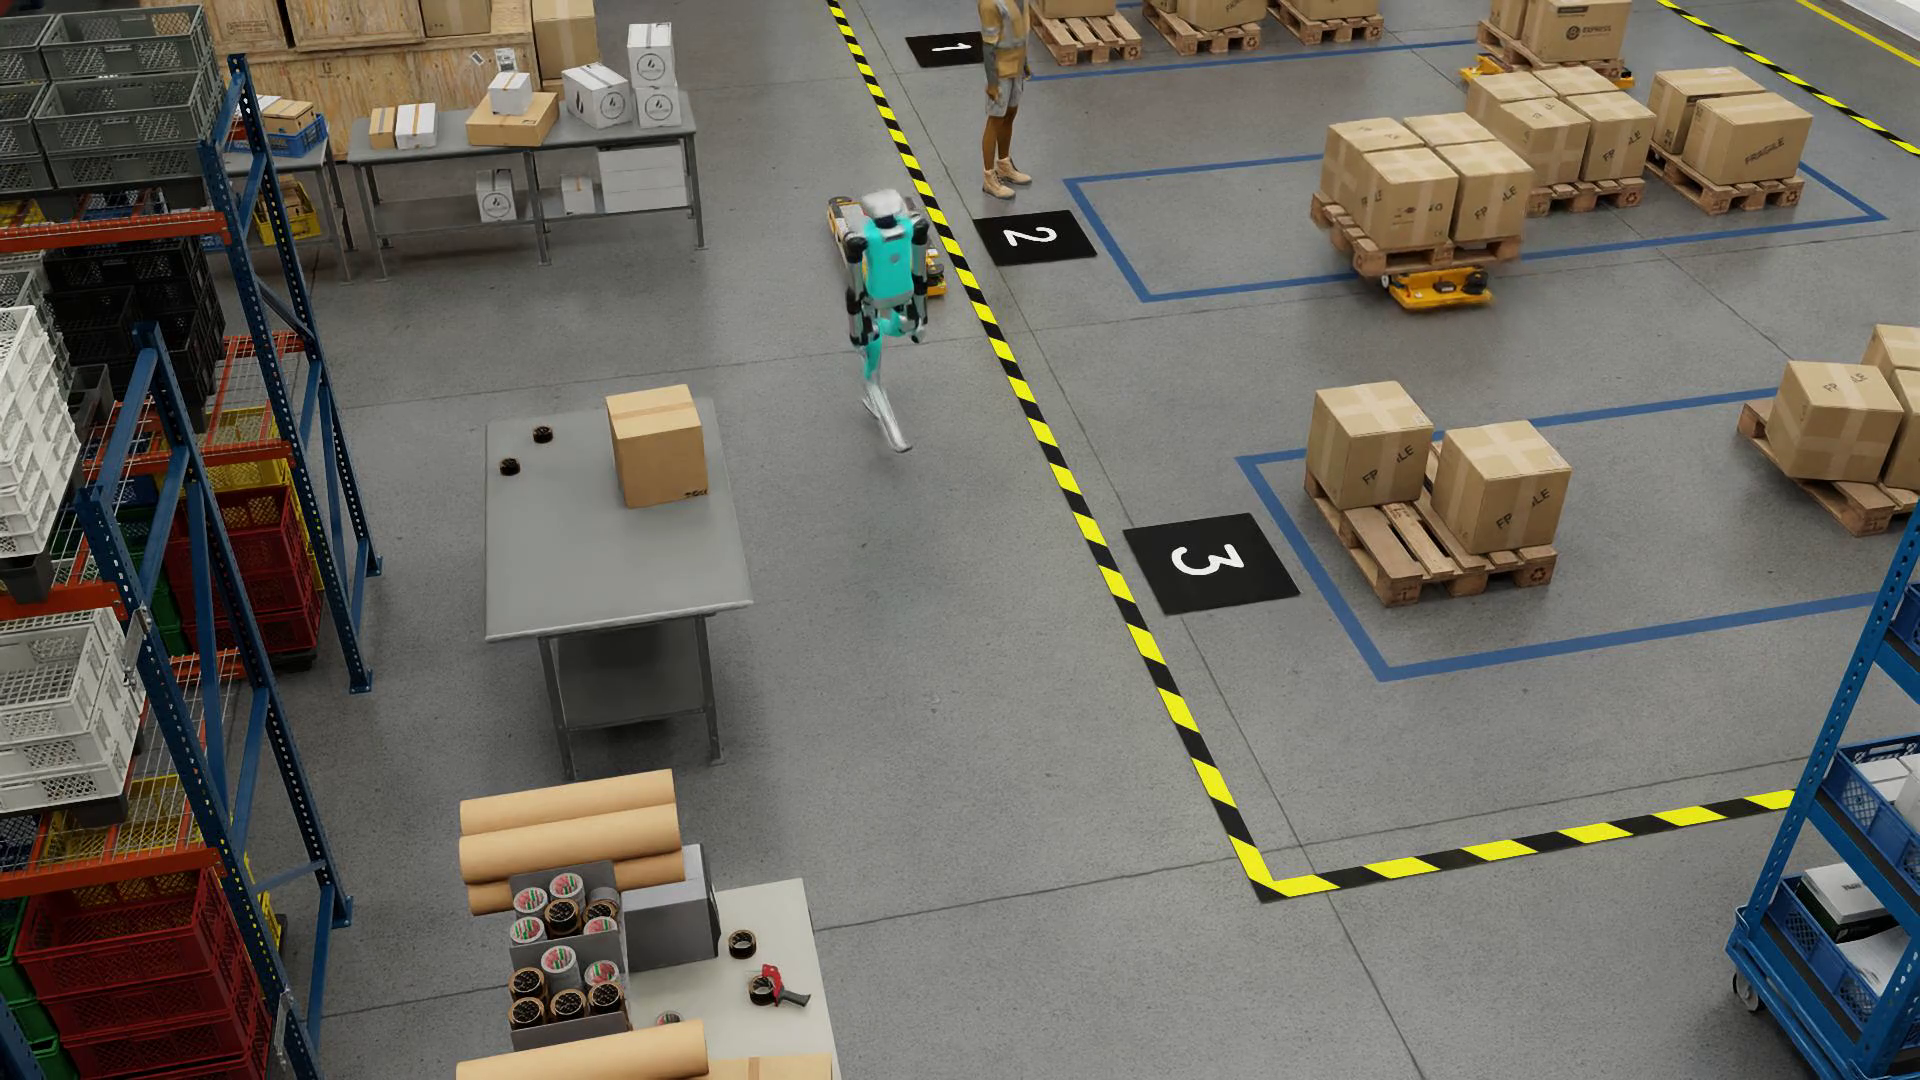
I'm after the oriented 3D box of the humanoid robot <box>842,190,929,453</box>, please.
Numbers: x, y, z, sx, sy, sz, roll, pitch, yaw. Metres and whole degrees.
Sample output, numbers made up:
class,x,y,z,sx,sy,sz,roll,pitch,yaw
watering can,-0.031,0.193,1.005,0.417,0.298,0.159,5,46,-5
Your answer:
class,x,y,z,sx,sy,sz,roll,pitch,yaw
humanoid robot,-0.495,-1.368,10.154,0.558,1.737,1.027,-17,40,-22

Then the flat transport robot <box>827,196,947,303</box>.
class,x,y,z,sx,sy,sz,roll,pitch,yaw
flat transport robot,-0.570,-2.220,12.538,0.659,0.231,1.431,-8,37,-10

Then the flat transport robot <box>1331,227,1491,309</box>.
class,x,y,z,sx,sy,sz,roll,pitch,yaw
flat transport robot,3.350,-2.172,12.450,0.652,0.197,1.431,-8,37,-10

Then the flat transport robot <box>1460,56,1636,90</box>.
class,x,y,z,sx,sy,sz,roll,pitch,yaw
flat transport robot,5.428,-4.324,15.342,1.431,0.197,0.652,-8,37,-10

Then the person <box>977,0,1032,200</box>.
class,x,y,z,sx,sy,sz,roll,pitch,yaw
person,0.383,-3.709,13.053,0.375,2.045,0.604,19,41,23
